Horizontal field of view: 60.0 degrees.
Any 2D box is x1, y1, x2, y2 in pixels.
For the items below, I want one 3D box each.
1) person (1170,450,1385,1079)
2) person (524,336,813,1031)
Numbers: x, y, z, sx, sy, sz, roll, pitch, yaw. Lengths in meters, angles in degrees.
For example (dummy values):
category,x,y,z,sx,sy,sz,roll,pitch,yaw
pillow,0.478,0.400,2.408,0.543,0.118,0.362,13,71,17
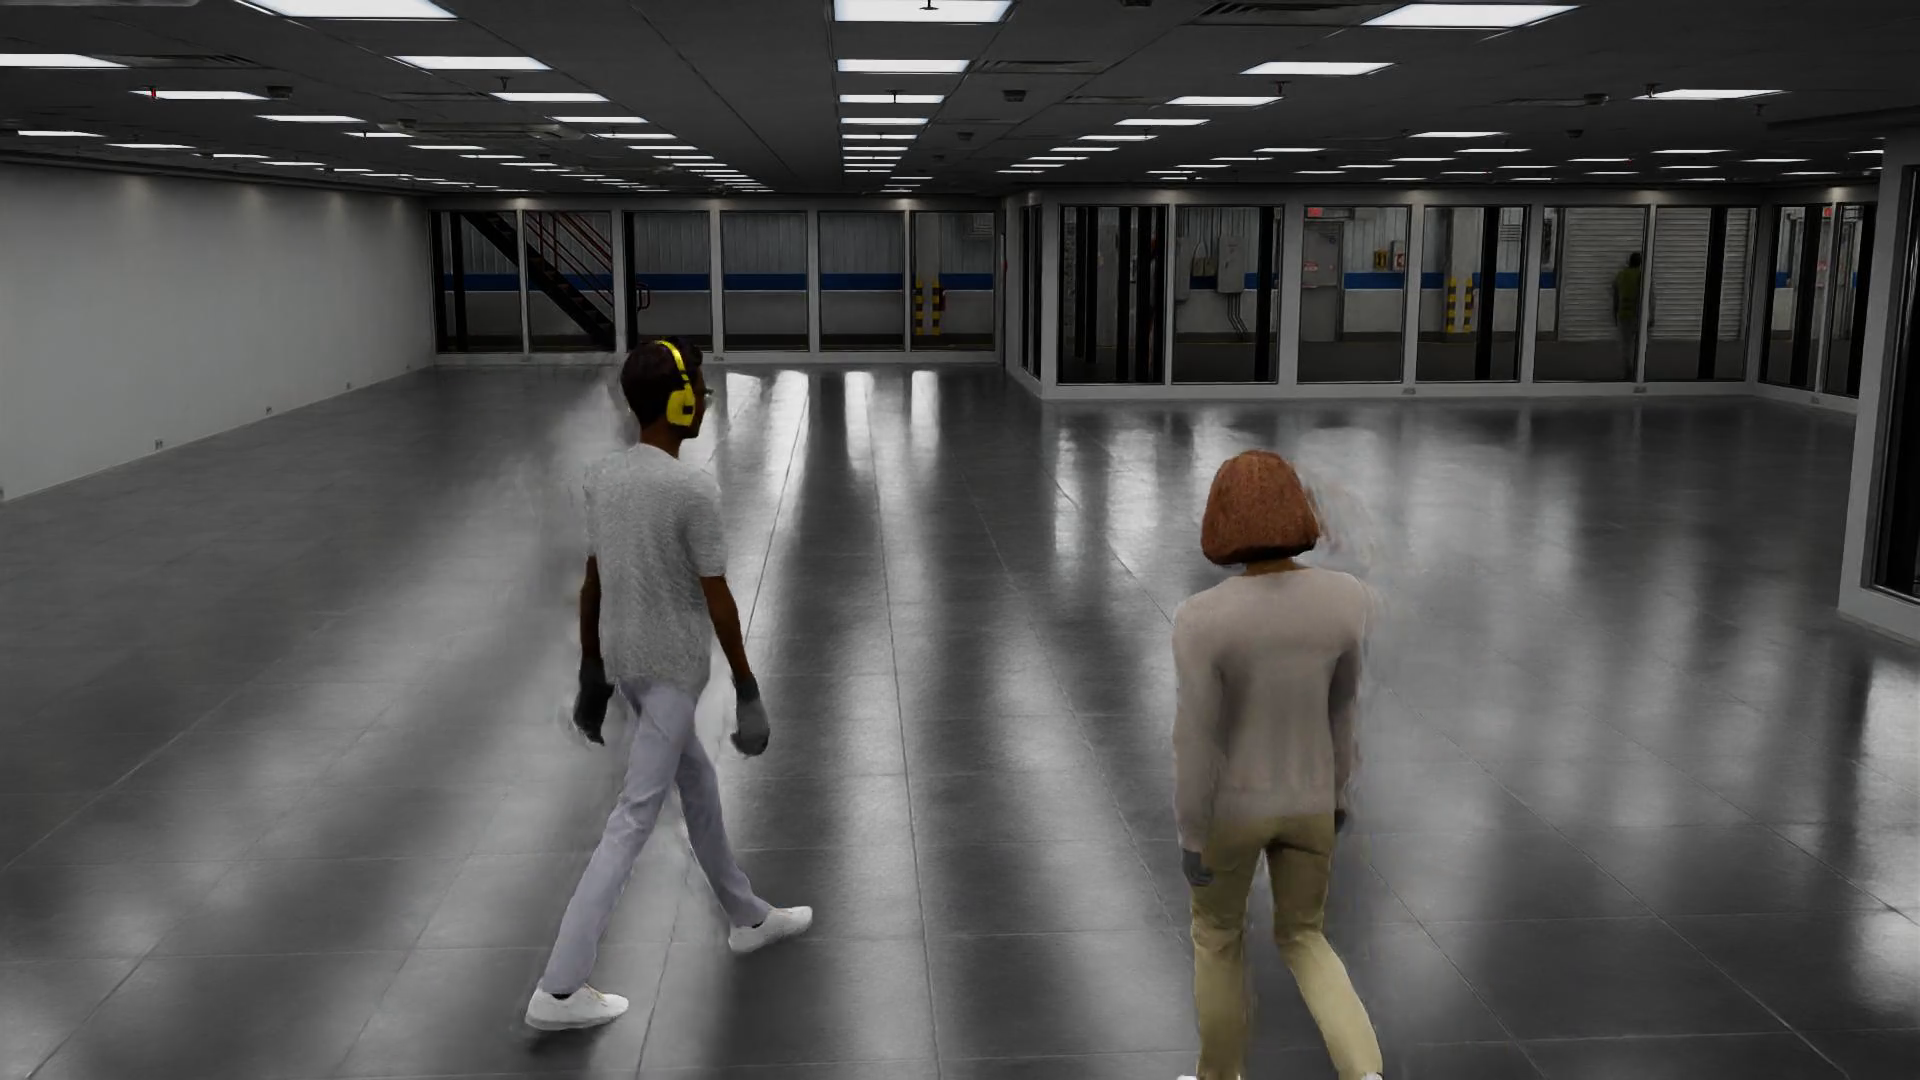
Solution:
category,x,y,z,sx,sy,sz,roll,pitch,yaw
person,0.707,0.613,3.664,0.499,1.611,0.598,-4,11,-18
person,-0.785,0.370,4.470,0.530,1.821,1.008,10,15,43
